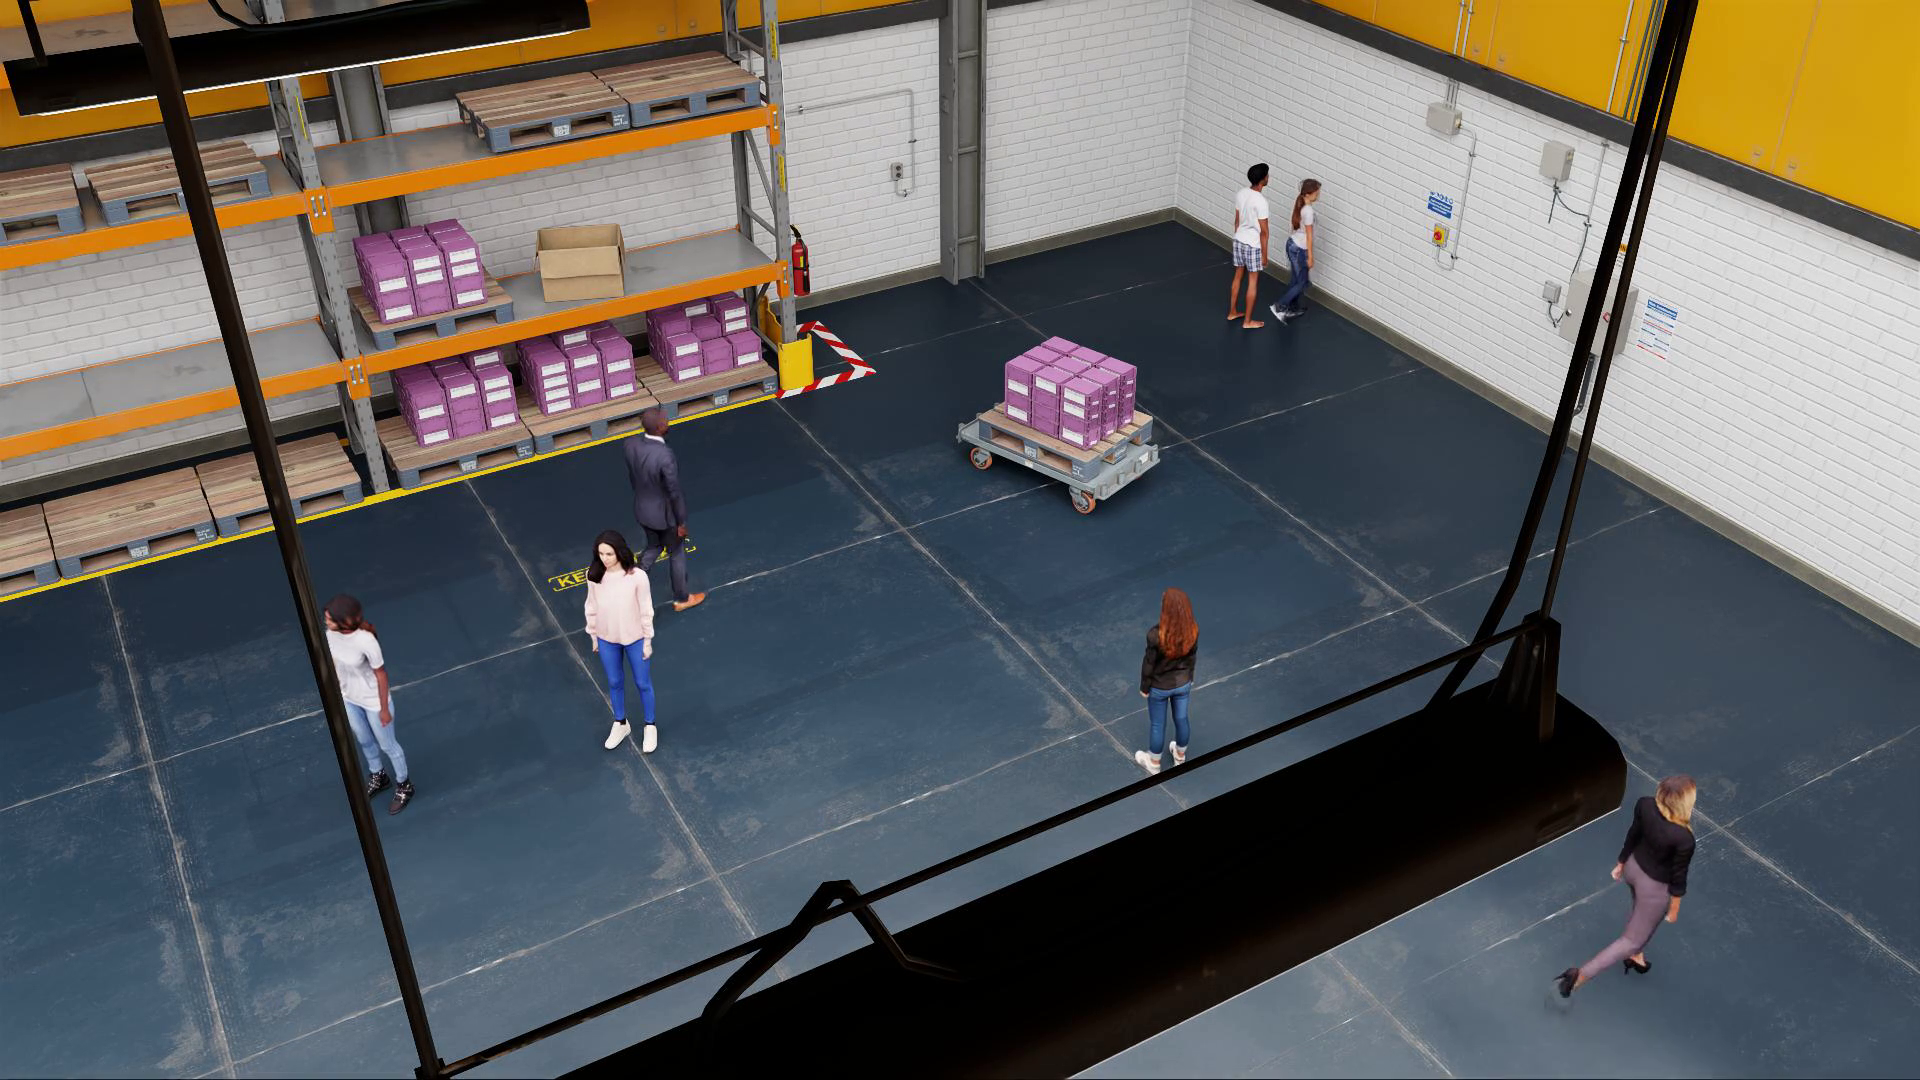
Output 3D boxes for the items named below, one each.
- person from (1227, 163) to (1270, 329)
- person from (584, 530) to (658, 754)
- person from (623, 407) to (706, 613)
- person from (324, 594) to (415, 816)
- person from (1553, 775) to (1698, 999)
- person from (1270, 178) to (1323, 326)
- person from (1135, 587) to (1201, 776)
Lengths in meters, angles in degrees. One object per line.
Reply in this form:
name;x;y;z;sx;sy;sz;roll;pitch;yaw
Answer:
person;2.966;-3.018;17.011;0.512;1.735;0.629;-17;37;-24
person;-2.309;0.679;11.416;0.695;1.770;0.781;5;34;7
person;-2.335;-0.169;12.656;0.876;1.810;1.004;24;41;32
person;-3.885;1.050;10.902;0.661;1.721;0.682;16;37;23
person;3.849;2.023;9.509;1.058;1.643;0.741;-10;35;-15
person;3.498;-2.975;17.103;0.800;1.560;0.721;-7;34;-11
person;1.427;0.954;11.264;0.462;1.480;0.635;-13;36;-19
